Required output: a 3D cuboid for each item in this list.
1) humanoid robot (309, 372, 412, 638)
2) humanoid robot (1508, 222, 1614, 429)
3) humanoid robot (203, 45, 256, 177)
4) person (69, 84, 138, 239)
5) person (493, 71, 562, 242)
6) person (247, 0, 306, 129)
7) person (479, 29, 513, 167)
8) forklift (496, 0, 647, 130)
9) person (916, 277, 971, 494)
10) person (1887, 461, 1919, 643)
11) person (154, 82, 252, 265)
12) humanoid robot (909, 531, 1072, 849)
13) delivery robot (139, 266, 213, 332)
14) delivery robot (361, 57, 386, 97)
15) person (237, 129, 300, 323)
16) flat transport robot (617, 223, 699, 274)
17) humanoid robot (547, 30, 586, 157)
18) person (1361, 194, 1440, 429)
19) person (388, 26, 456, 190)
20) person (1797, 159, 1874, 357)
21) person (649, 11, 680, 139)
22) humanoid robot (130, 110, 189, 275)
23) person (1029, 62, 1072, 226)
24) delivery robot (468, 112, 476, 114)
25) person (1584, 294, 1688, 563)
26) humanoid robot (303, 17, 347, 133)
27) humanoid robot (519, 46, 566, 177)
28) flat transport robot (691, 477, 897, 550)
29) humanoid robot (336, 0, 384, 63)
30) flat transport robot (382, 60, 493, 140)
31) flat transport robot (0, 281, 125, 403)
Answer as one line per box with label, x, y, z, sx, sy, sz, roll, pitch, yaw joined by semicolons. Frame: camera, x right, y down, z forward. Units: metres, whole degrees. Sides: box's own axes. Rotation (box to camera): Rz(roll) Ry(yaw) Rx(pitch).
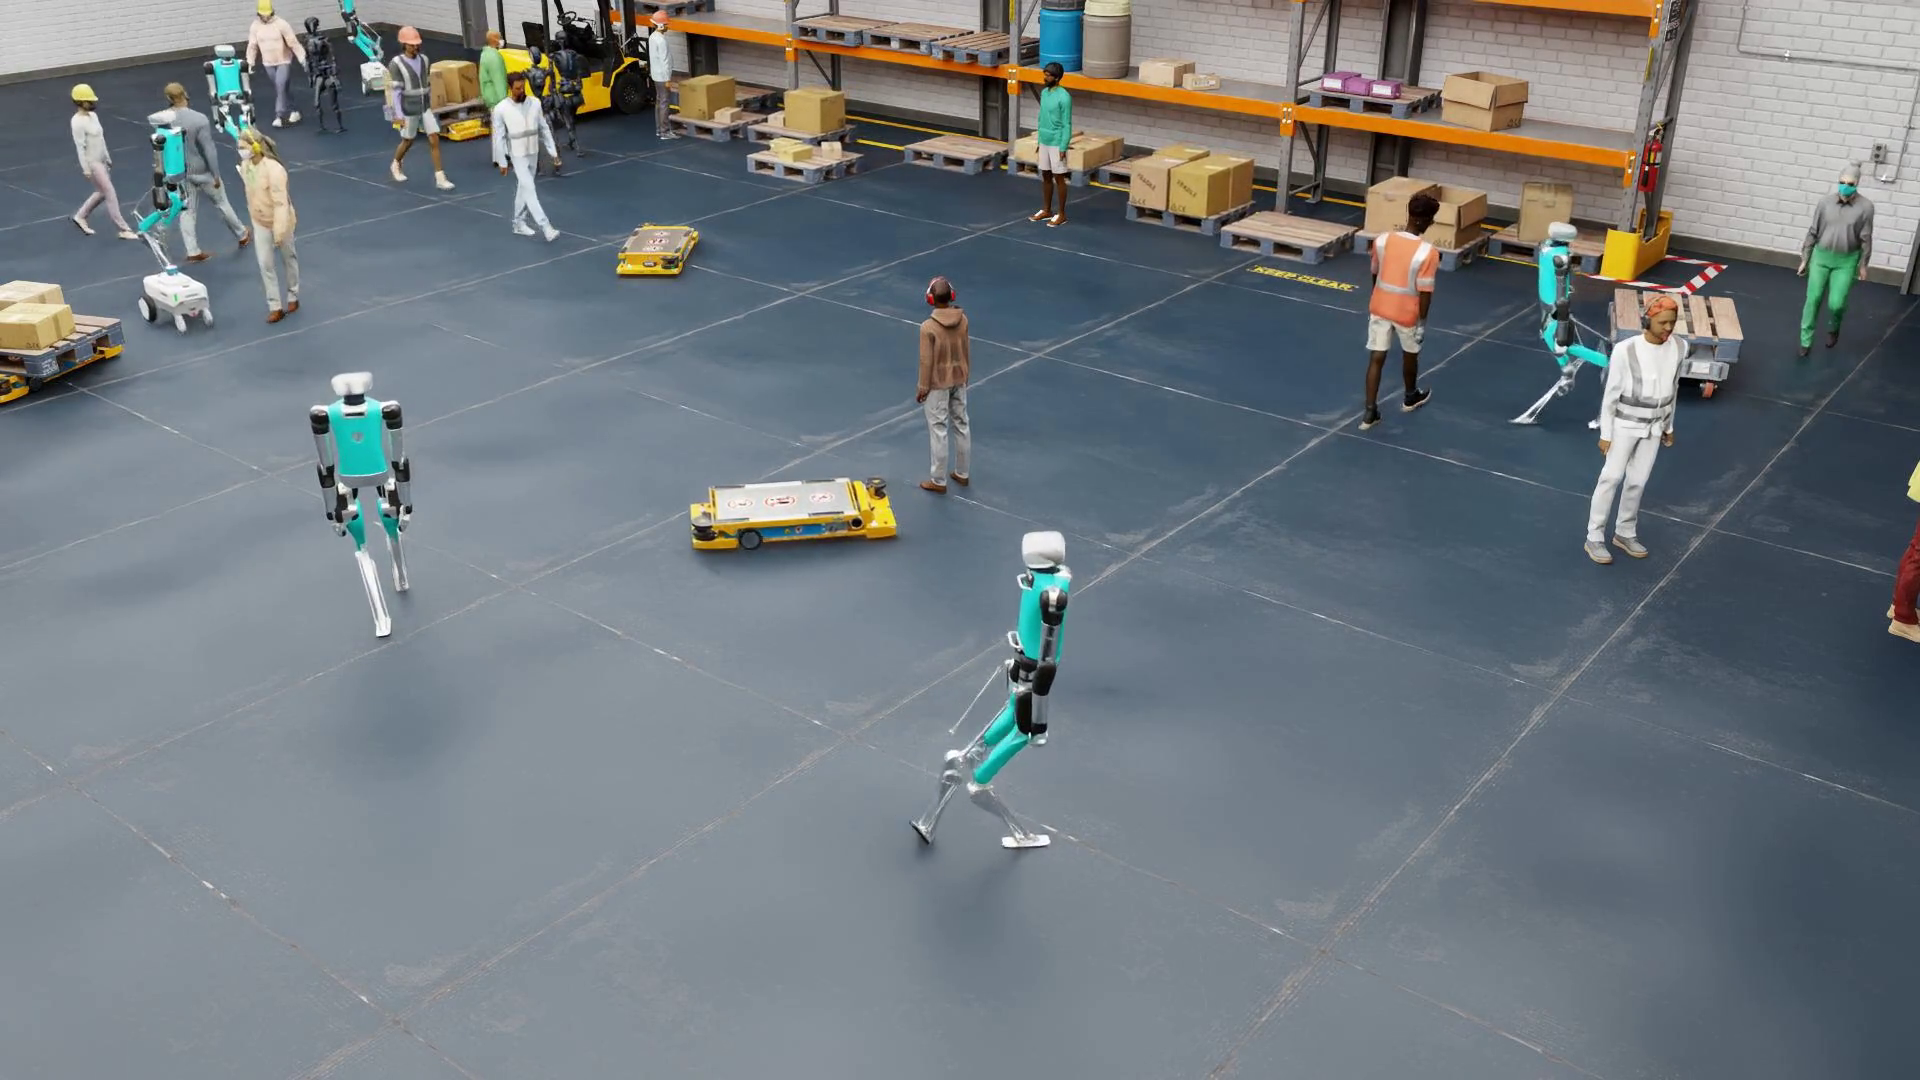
humanoid robot;-3.729;-0.302;10.553;0.547;1.808;0.892;-7;27;-15
humanoid robot;5.079;-1.699;13.446;0.998;1.761;0.548;1;26;1
humanoid robot;-9.002;-5.262;20.794;0.558;1.731;1.037;-20;32;-35
person;-9.728;-4.228;18.638;0.748;1.739;0.530;-2;26;-3
person;-4.779;-4.264;18.553;0.993;1.867;0.602;18;31;32
person;-9.902;-6.916;24.128;0.795;1.792;0.960;2;26;4
person;-6.026;-5.793;21.840;0.483;1.765;0.580;-9;27;-19
forklift;-5.874;-7.334;24.552;1.214;2.155;2.313;19;32;34
person;-0.114;-1.134;12.332;0.457;1.645;0.320;-19;31;-33
person;6.077;-0.228;10.318;0.378;1.769;0.468;13;29;25
person;-8.268;-3.996;18.009;0.648;1.871;0.969;2;26;4
humanoid robot;0.090;0.827;8.237;0.887;1.820;0.548;-3;26;-6
delivery robot;-7.609;-2.362;16.144;0.794;0.603;0.499;22;33;38
delivery robot;-9.329;-7.393;26.570;0.499;0.610;0.804;-12;28;-24
person;-6.671;-3.028;16.032;0.530;1.832;0.784;4;26;8
flat transport robot;-3.288;-3.175;18.146;0.659;0.231;1.431;0;26;1
humanoid robot;-5.349;-6.052;22.526;0.676;1.639;0.604;18;31;33
person;3.638;-1.898;13.614;0.608;1.912;0.923;18;31;33
person;-6.865;-5.419;20.814;1.003;2.004;0.620;16;30;30
person;7.919;-2.545;15.052;0.578;1.824;0.456;17;31;32
person;-4.177;-6.559;23.453;0.344;1.744;0.574;-10;28;-20
humanoid robot;-8.295;-3.507;17.188;0.764;1.823;0.548;2;26;5
person;1.085;-4.581;19.241;0.386;1.848;0.505;-18;31;-33
delivery robot;-7.491;-6.526;24.736;0.499;0.576;0.749;-14;29;-26
person;4.594;-0.753;11.273;0.584;1.882;0.341;-8;27;-16
humanoid robot;-9.040;-6.589;23.618;0.610;1.637;0.559;11;28;22
humanoid robot;-5.388;-5.475;21.288;0.599;1.644;0.507;-17;30;-31
flat transport robot;-1.209;-0.190;11.964;1.431;0.231;0.659;-4;26;-9
humanoid robot;-9.699;-8.256;27.025;0.731;1.825;0.530;-3;26;-6
flat transport robot;-7.453;-5.985;23.965;1.431;0.231;0.659;16;30;30
flat transport robot;-8.249;-1.562;14.806;0.659;0.231;1.431;7;27;15
